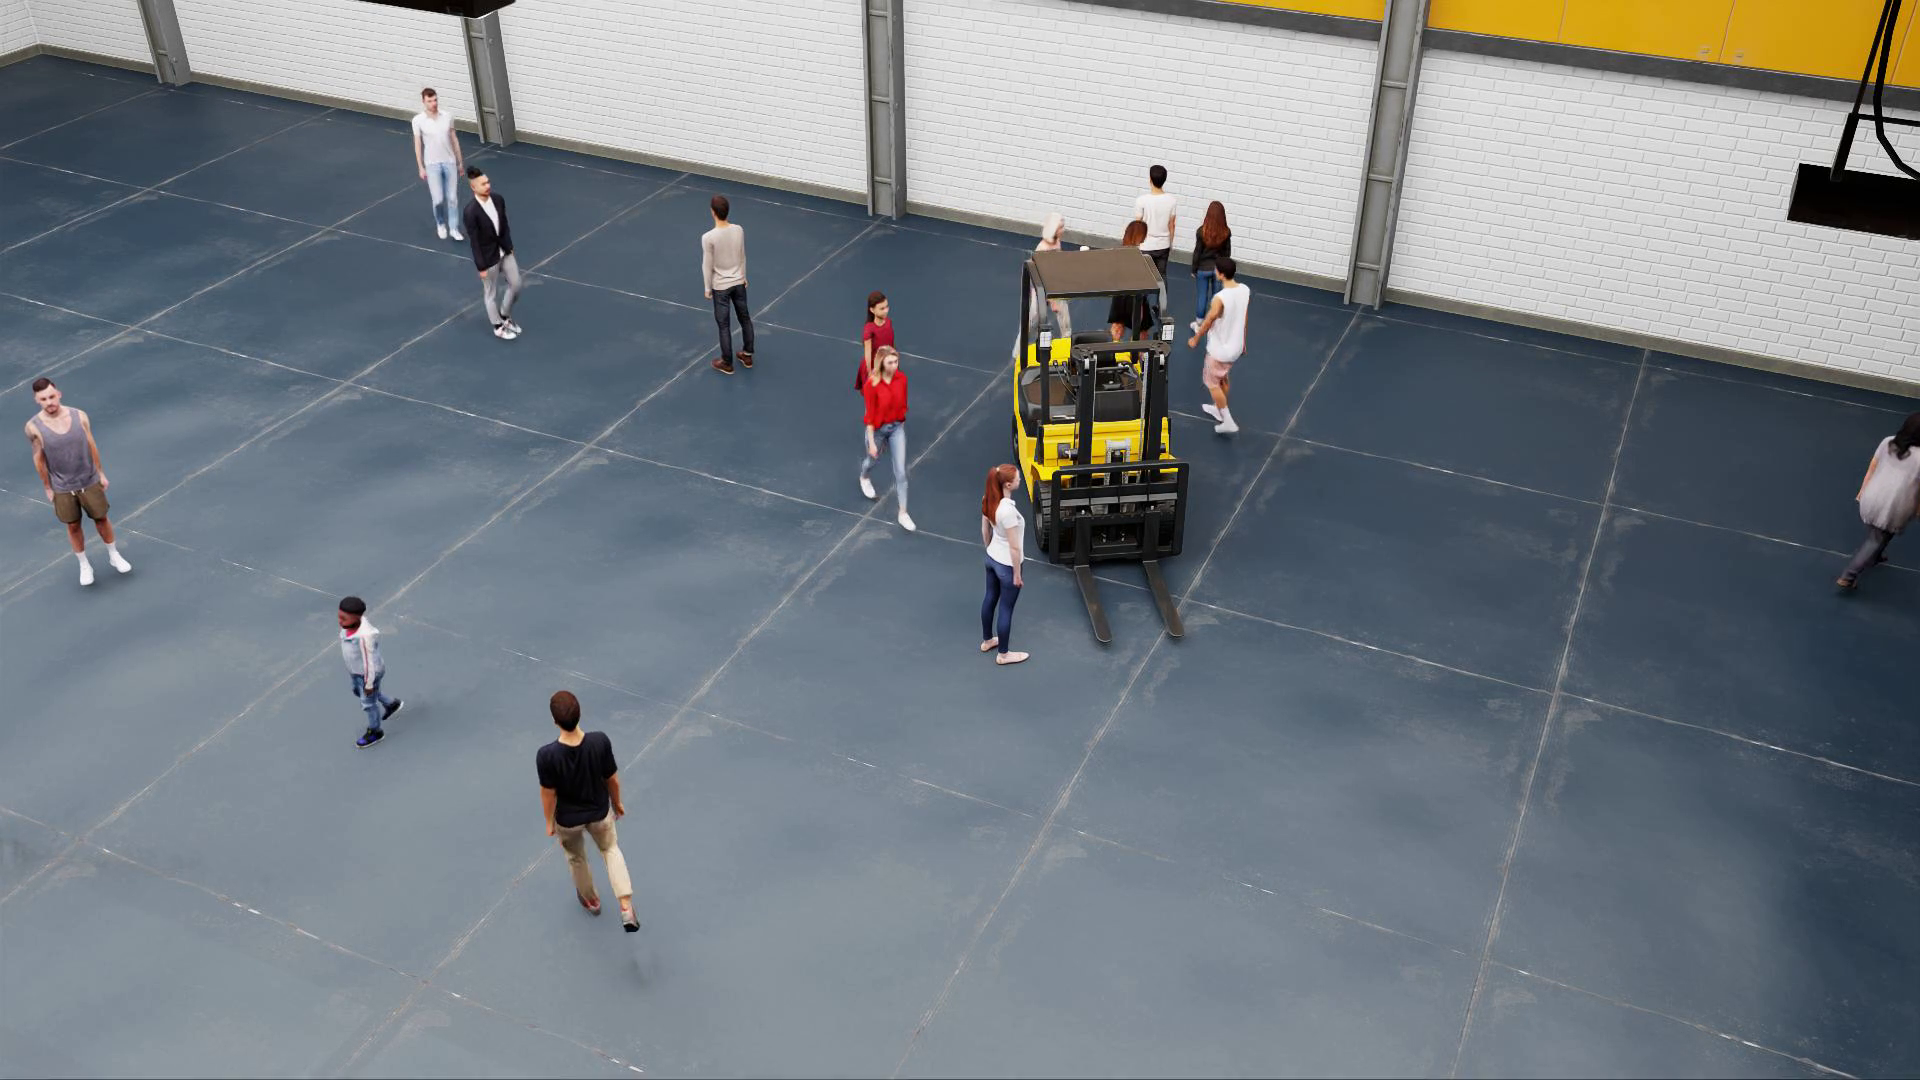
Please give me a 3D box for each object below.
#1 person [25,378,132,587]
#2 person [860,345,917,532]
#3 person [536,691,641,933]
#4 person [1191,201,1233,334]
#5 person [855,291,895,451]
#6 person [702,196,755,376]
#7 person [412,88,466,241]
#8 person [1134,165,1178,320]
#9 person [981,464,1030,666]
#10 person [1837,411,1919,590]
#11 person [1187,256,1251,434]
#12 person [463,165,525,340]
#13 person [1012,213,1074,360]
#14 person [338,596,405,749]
[{"bbox_3d":[-7.239,-0.510,13.579,0.719,1.847,0.734,-23,40,-30],"label":"person"},{"bbox_3d":[-0.702,-0.955,14.551,1.057,1.665,1.213,-17,37,-24],"label":"person"},{"bbox_3d":[-2.307,1.746,10.330,0.966,1.840,1.076,-17,37,-24],"label":"person"},{"bbox_3d":[2.659,-2.886,17.622,0.594,1.483,0.699,-4,34,-6],"label":"person"},{"bbox_3d":[-0.773,-1.625,15.660,0.649,1.553,0.589,22,39,29],"label":"person"},{"bbox_3d":[-2.341,-2.578,16.813,0.719,1.864,0.705,-24,40,-31],"label":"person"},{"bbox_3d":[-6.171,-4.454,19.654,0.796,1.844,0.817,-20,39,-28],"label":"person"},{"bbox_3d":[2.072,-3.194,17.871,0.659,1.718,0.751,-6,34,-10],"label":"person"},{"bbox_3d":[0.318,0.175,12.785,0.723,1.739,0.632,-19,38,-26],"label":"person"},{"bbox_3d":[7.579,-0.300,13.650,1.051,1.572,1.077,-17,37,-23],"label":"person"},{"bbox_3d":[2.538,-1.800,15.737,0.823,1.760,0.959,-22,40,-30],"label":"person"},{"bbox_3d":[-4.969,-3.026,17.415,0.713,1.944,0.773,20,39,27],"label":"person"},{"bbox_3d":[0.805,-2.511,16.884,1.104,1.675,0.618,14,36,20],"label":"person"},{"bbox_3d":[-4.304,0.905,12.123,0.725,1.255,0.690,-23,40,-30],"label":"person"}]
